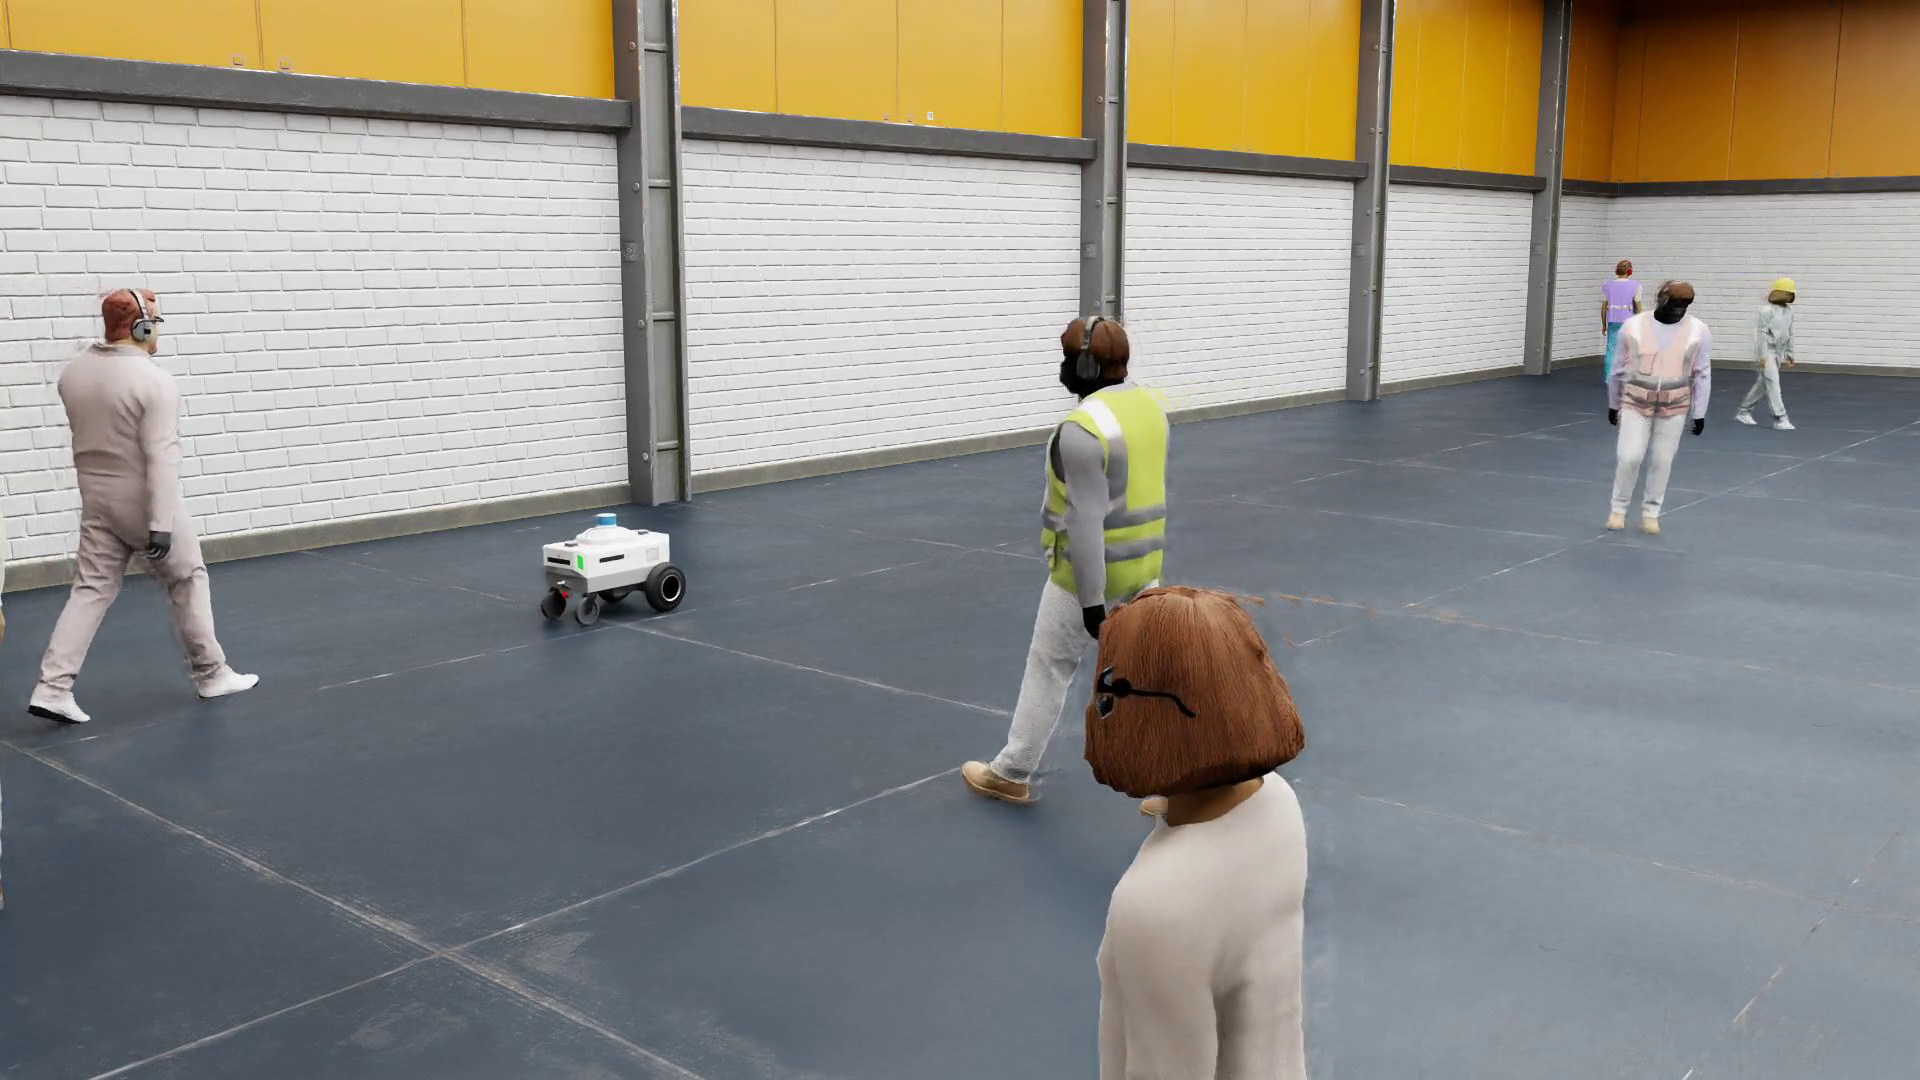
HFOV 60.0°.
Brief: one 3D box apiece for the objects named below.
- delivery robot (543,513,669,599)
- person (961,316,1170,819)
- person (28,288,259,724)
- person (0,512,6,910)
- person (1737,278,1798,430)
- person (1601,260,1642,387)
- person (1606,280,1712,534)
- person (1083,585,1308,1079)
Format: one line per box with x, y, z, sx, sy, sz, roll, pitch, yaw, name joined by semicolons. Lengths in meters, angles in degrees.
-1.944;0.097;9.173;0.477;0.478;0.707;7;12;35;delivery robot
0.497;0.110;5.893;0.976;1.796;0.627;8;12;37;person
-3.601;-0.151;7.168;0.650;1.863;0.986;4;11;21;person
-3.140;0.207;4.889;0.357;1.938;0.638;8;13;39;person
9.163;-2.114;18.817;0.496;1.692;0.878;-5;11;-24;person
9.606;-3.138;24.191;0.566;1.850;0.389;7;12;36;person
4.927;-0.928;11.739;0.647;1.804;0.499;3;10;18;person
0.227;0.846;2.216;0.783;1.603;0.508;7;12;34;person
